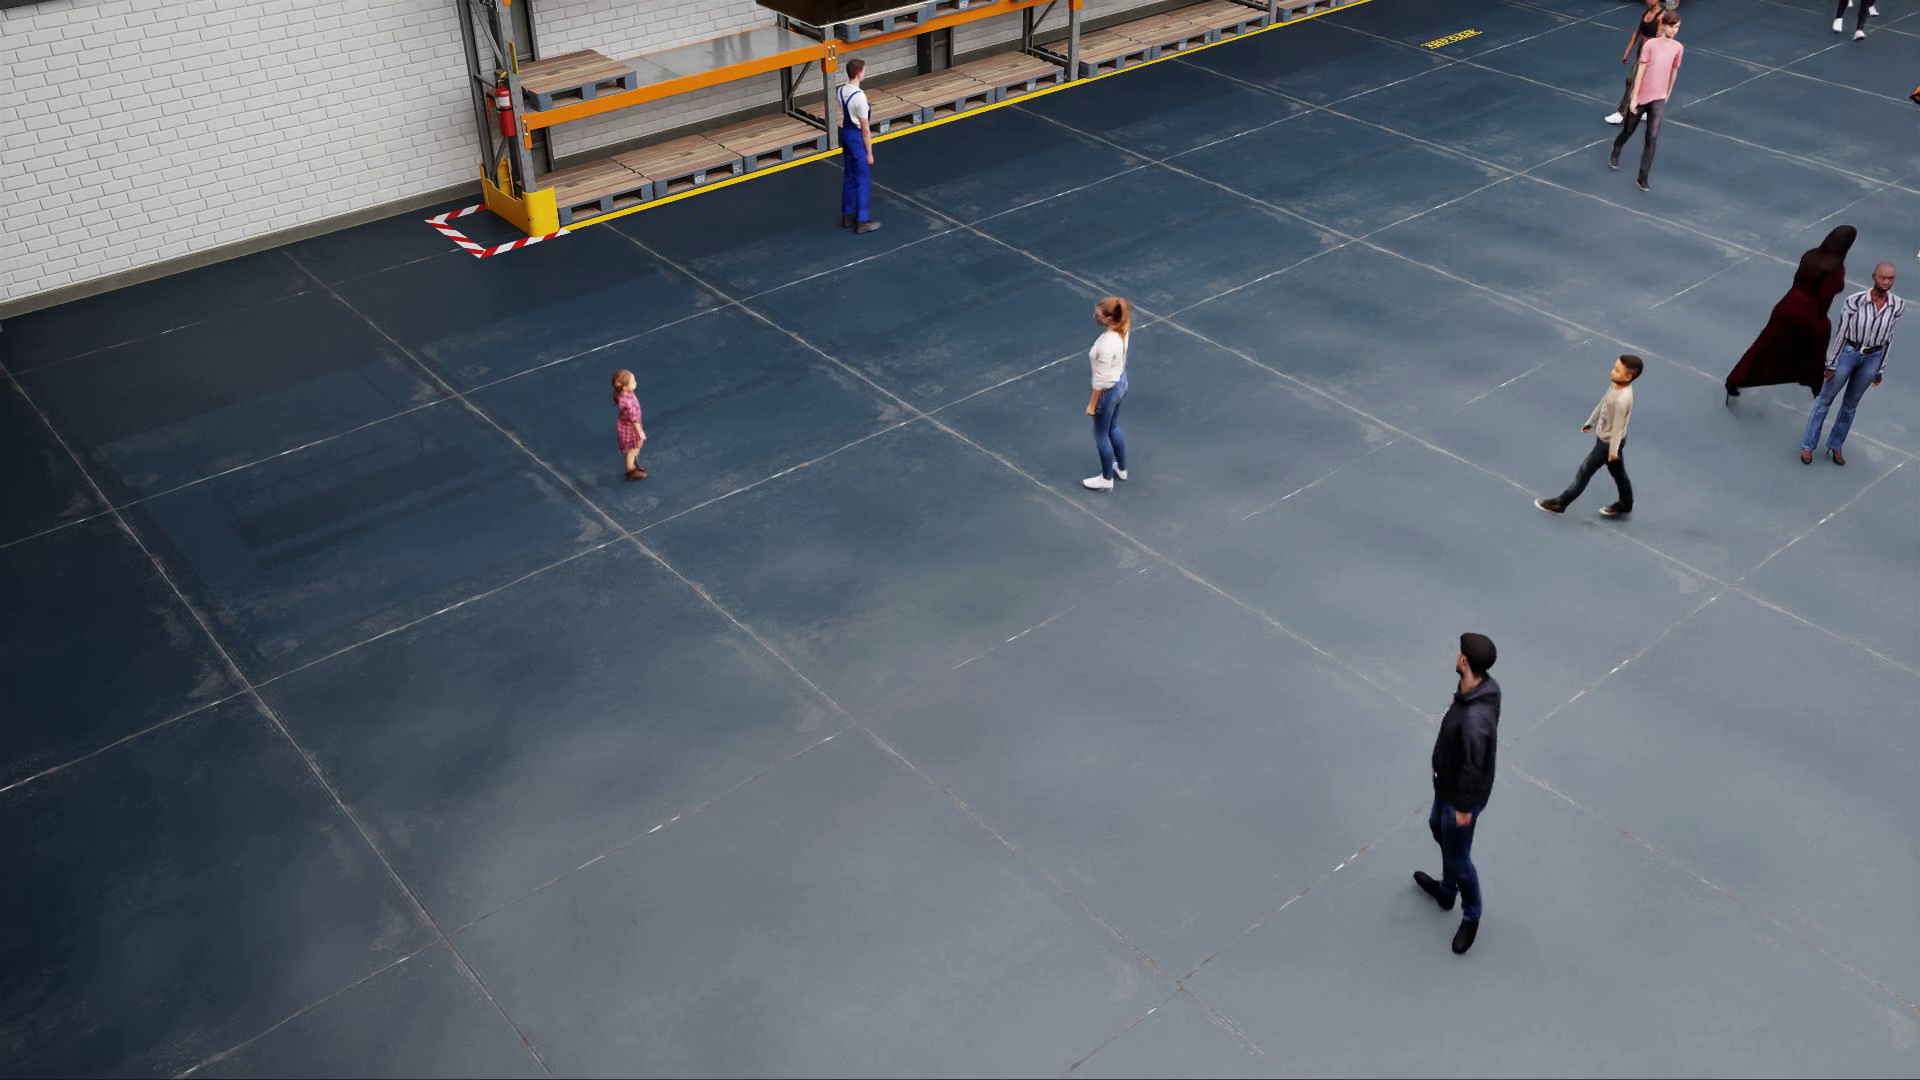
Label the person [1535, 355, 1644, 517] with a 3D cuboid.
[{"bbox_3d":[5.121,-0.768,12.918,0.951,1.429,0.990,9,35,13],"label":"person"}]

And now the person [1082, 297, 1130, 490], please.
[{"bbox_3d":[1.214,-1.185,13.282,0.846,1.719,0.688,17,37,24],"label":"person"}]

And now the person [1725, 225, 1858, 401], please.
[{"bbox_3d":[7.164,-1.858,14.351,1.312,1.658,1.074,-7,34,-11],"label":"person"}]

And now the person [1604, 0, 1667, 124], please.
[{"bbox_3d":[8.559,-5.985,20.546,1.020,1.674,0.859,-6,34,-9],"label":"person"}]

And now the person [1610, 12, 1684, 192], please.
[{"bbox_3d":[7.775,-5.020,18.868,1.176,1.924,1.241,3,34,5],"label":"person"}]

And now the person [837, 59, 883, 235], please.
[{"bbox_3d":[-1.116,-4.201,17.705,0.554,1.847,0.625,-22,39,-29],"label":"person"}]

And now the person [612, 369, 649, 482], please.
[{"bbox_3d":[-2.730,-0.919,13.521,0.505,1.013,0.480,-11,35,-16],"label":"person"}]

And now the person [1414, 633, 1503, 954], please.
[{"bbox_3d":[2.829,1.409,9.264,1.027,1.849,0.888,4,34,5],"label":"person"}]

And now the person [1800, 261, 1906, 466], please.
[{"bbox_3d":[7.313,-1.447,13.609,0.688,1.796,0.745,3,34,5],"label":"person"}]

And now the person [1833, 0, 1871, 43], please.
[{"bbox_3d":[12.738,-8.058,23.489,1.201,1.868,1.332,6,34,10],"label":"person"}]
